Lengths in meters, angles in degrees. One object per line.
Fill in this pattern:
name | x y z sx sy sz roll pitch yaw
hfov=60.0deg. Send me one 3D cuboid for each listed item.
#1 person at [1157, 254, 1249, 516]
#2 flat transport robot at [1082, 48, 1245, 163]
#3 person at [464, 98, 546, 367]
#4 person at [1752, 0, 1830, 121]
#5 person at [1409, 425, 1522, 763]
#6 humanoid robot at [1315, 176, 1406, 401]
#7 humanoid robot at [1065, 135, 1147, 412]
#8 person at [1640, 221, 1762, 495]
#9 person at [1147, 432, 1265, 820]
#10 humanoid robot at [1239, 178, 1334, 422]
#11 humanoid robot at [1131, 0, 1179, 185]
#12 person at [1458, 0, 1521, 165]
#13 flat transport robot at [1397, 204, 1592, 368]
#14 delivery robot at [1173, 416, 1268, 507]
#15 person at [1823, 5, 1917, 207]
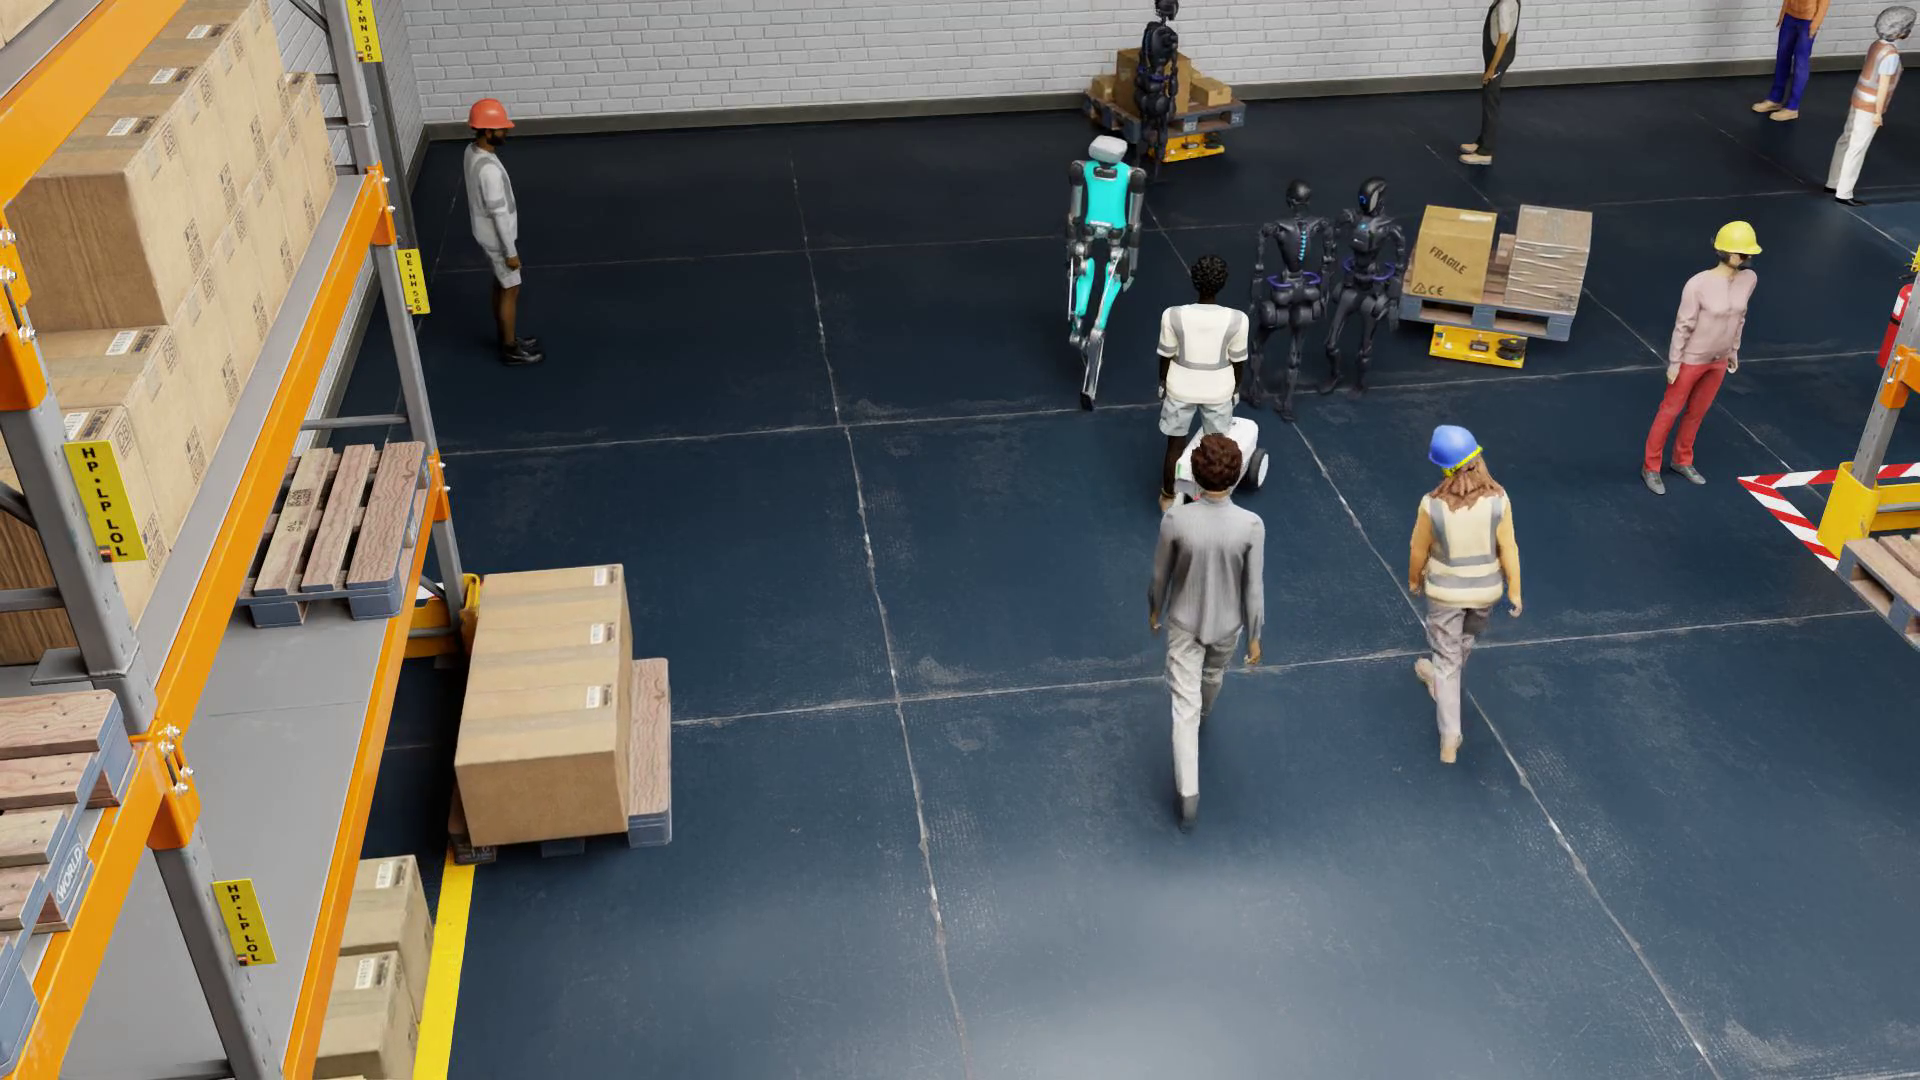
person | 1.426 -0.890 9.912 0.532 1.693 0.320 5 33 7
flat transport robot | 1.867 -3.951 15.908 0.659 0.231 1.431 -15 36 -21
person | -3.195 -2.134 11.610 0.389 1.927 0.548 -16 36 -22
person | 8.132 -5.077 16.081 0.401 1.973 0.515 -11 35 -16
person | 2.458 0.214 8.189 0.528 1.718 0.813 0 33 0
humanoid robot | 2.698 -1.676 11.145 0.609 1.639 0.415 25 41 33
humanoid robot | 0.883 -1.743 11.192 0.533 1.768 0.958 10 34 15
person | 4.554 -1.113 10.184 0.532 1.772 0.294 -12 35 -18
person | 1.153 0.357 7.869 0.545 1.832 1.043 3 33 4
humanoid robot | 2.176 -1.598 11.020 0.589 1.643 0.443 -8 34 -12
humanoid robot | 1.692 -3.937 14.623 0.390 1.662 0.613 -15 36 -22
person | 4.822 -4.318 15.031 0.348 1.842 0.504 11 35 16
flat transport robot | 3.930 -1.703 12.461 0.659 0.231 1.431 11 35 16
delivery robot | 1.605 -0.488 10.354 0.499 0.613 0.789 15 36 21
person | 7.801 -3.722 14.253 0.306 1.689 0.436 3 33 5
